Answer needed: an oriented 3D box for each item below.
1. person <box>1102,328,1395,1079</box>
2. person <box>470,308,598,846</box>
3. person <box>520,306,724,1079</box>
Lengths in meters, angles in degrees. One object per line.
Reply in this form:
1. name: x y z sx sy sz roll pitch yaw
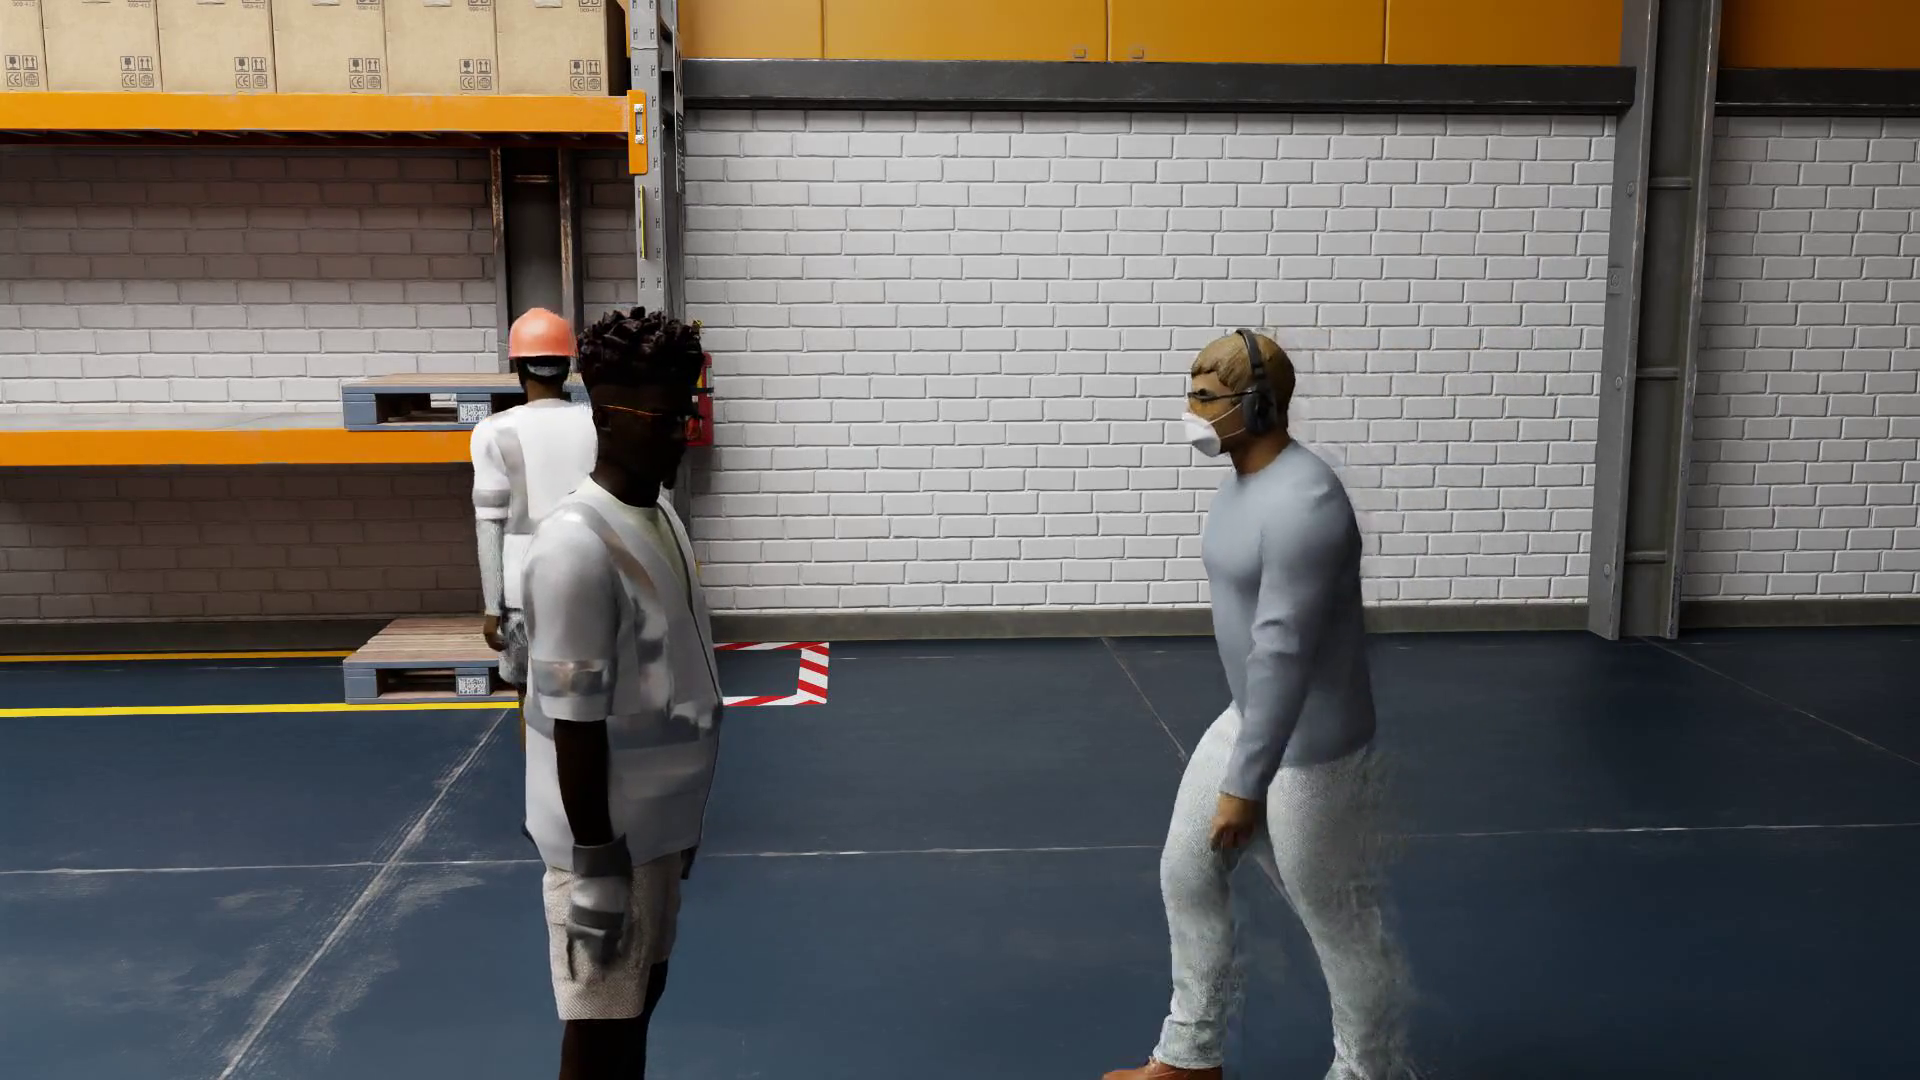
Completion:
1. person: 0.656 0.478 3.800 0.811 1.899 0.637 -2 9 -10
2. person: -1.375 0.165 5.744 0.547 1.919 0.637 -5 10 -30
3. person: -0.639 0.537 3.224 0.372 1.963 0.608 1 9 4
